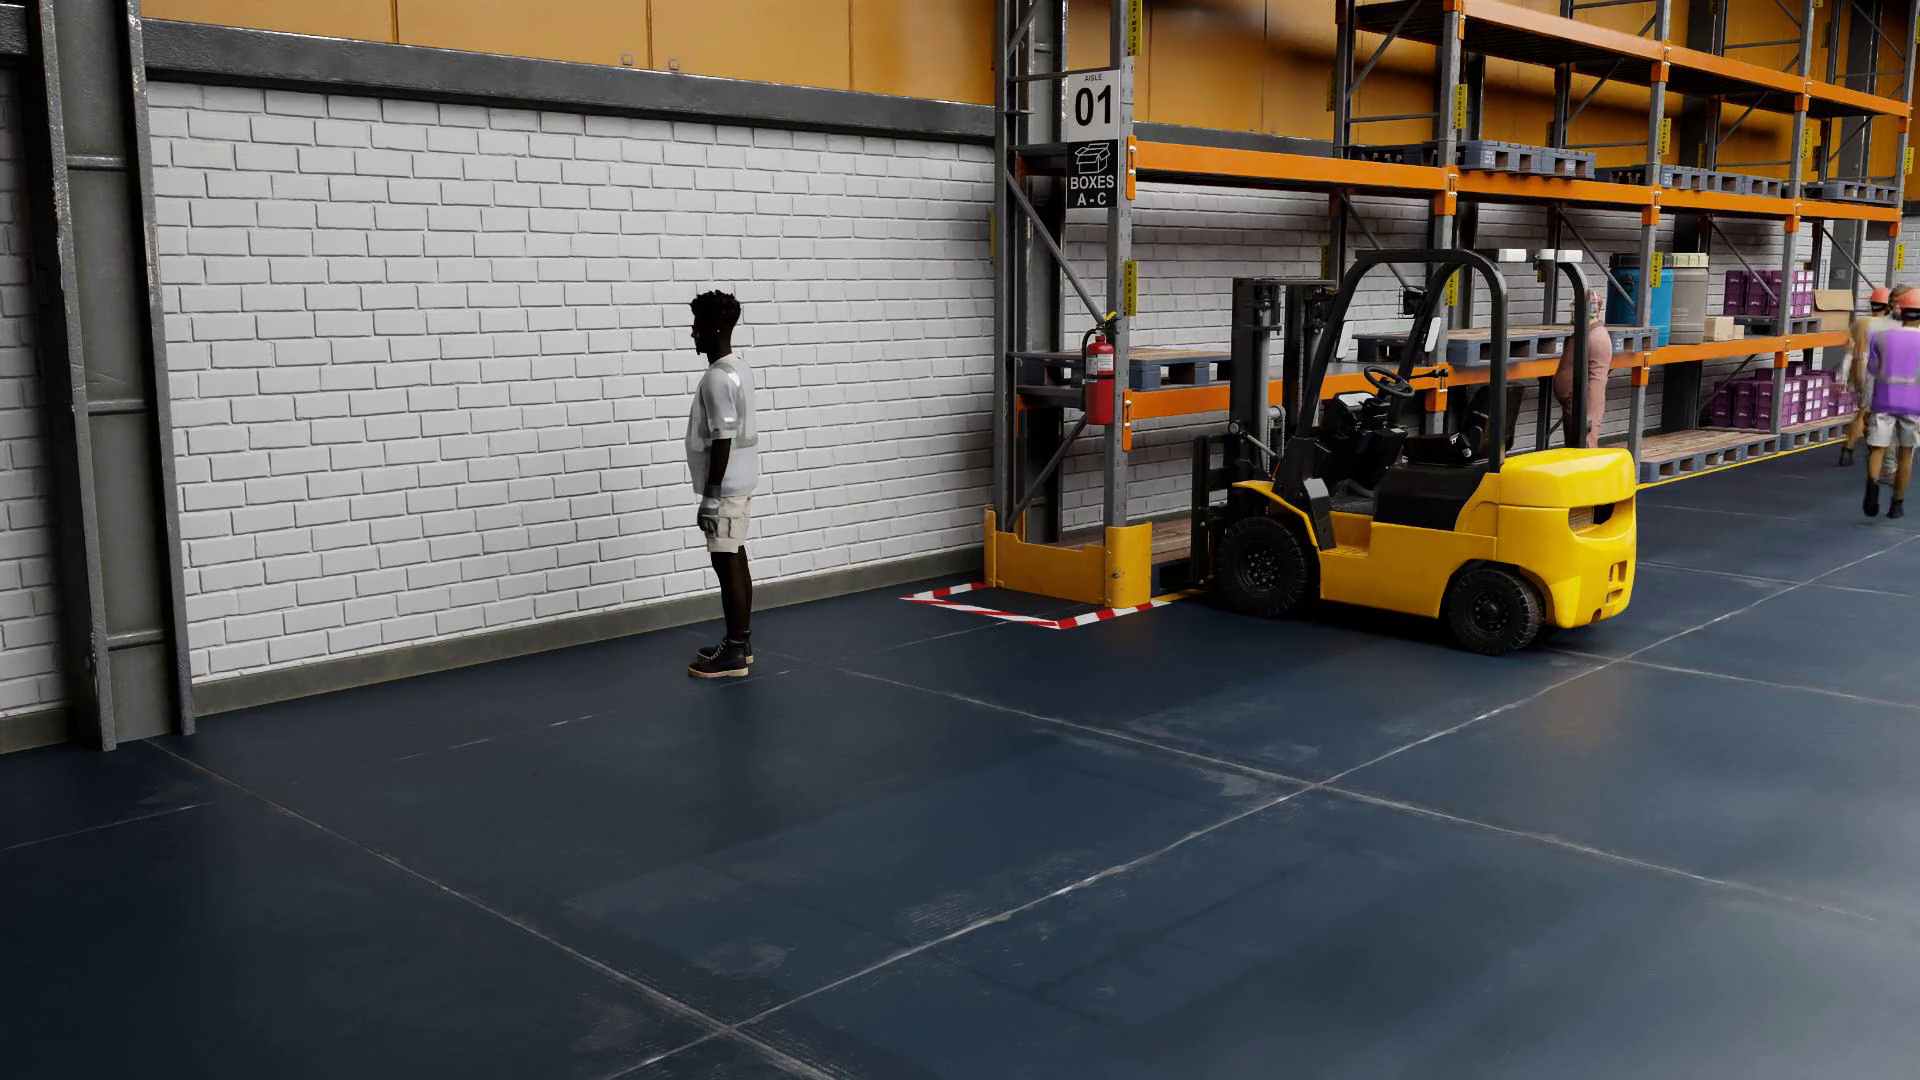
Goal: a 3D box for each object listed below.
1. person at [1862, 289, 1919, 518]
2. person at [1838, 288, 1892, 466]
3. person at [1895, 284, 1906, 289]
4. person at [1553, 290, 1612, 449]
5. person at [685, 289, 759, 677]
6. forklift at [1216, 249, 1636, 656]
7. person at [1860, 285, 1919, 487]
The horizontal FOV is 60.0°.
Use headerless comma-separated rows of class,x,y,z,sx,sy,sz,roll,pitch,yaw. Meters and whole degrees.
person,7.683,-1.091,13.619,0.570,1.913,0.781,7,11,36
person,9.616,-1.712,17.556,1.014,1.879,0.528,-5,11,-29
person,14.047,-2.895,24.884,0.808,1.857,0.556,-8,12,-40
person,4.896,-1.021,13.162,0.410,1.913,0.651,2,9,10
person,-1.217,-0.286,8.491,0.367,1.966,0.606,0,9,2
forklift,2.710,-0.584,9.626,2.313,2.155,1.214,9,13,43
person,8.868,-1.445,15.768,0.637,1.901,0.875,8,12,41
